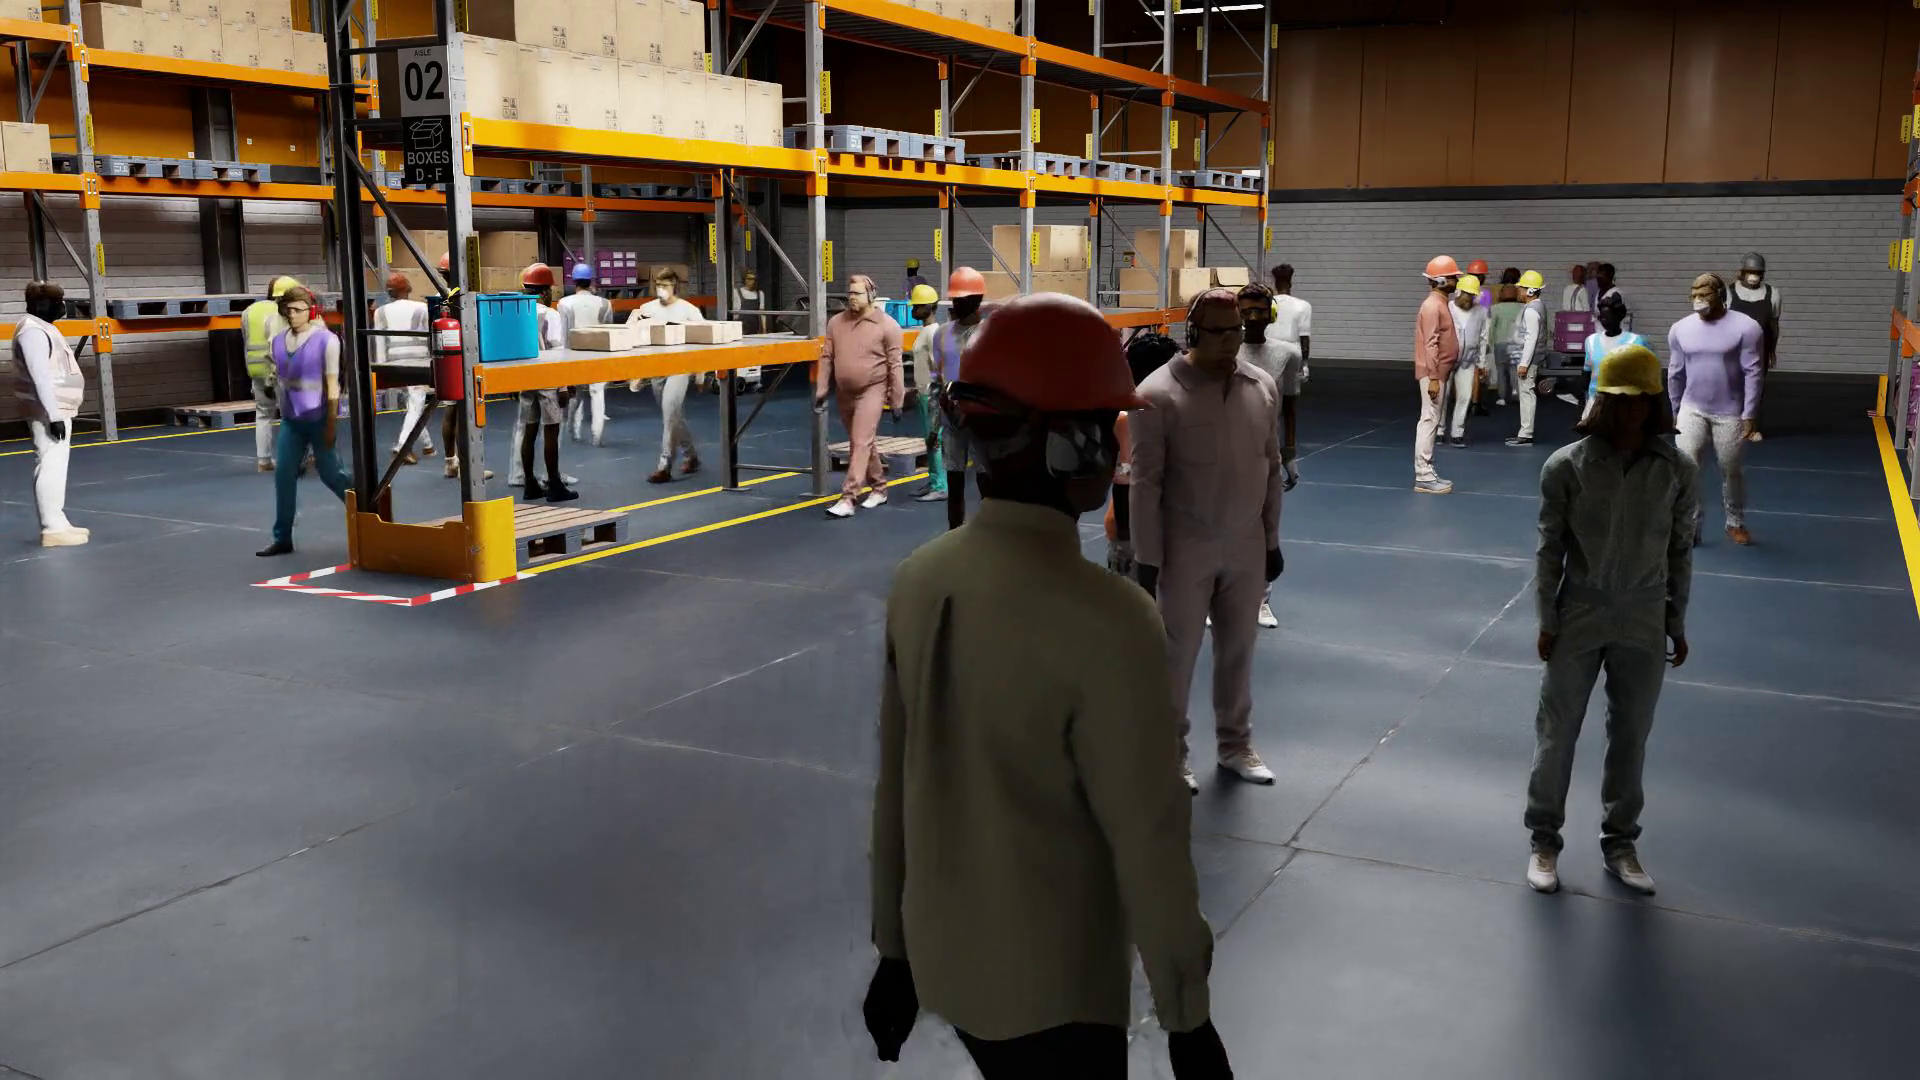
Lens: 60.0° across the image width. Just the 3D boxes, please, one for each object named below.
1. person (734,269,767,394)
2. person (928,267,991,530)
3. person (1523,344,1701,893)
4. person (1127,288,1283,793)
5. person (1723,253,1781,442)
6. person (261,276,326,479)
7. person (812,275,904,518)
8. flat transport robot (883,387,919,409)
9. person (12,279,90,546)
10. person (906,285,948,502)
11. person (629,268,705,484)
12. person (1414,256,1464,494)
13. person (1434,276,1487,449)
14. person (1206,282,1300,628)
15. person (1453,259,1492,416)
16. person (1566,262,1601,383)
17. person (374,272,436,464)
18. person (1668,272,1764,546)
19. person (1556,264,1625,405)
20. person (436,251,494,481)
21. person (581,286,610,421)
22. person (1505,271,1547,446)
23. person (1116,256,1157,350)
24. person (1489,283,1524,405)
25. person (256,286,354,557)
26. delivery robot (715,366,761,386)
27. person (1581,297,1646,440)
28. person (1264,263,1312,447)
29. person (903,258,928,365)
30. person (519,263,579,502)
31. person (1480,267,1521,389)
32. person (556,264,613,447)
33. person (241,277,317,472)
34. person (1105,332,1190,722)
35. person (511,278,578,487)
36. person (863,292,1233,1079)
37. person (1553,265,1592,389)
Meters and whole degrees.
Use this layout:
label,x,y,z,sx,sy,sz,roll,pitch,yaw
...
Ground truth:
label,x,y,z,sx,sy,sz,roll,pitch,yaw
person,-3.058,-3.022,24.098,0.507,1.797,0.943,-7,12,-34
person,0.048,-0.752,10.529,0.553,1.934,0.372,5,11,27
person,2.058,0.258,5.239,0.487,1.744,0.313,1,10,5
person,0.943,0.006,6.272,0.653,1.897,0.403,-5,11,-25
person,8.475,-2.083,17.936,0.690,2.000,0.535,2,10,13
person,-5.943,-1.449,14.903,0.607,1.817,0.482,2,10,10
person,-0.812,-1.117,12.902,0.649,1.850,0.972,6,11,31
flat transport robot,-0.963,-1.865,21.788,0.652,0.197,1.431,2,10,12
person,-6.321,-0.884,11.581,0.429,1.841,0.629,-4,11,-21
person,-0.276,-1.193,13.581,0.331,1.765,0.533,-2,10,-10
person,-2.578,-1.485,14.933,0.638,1.897,1.007,5,11,25
person,4.040,-1.400,14.106,0.372,1.997,0.620,4,10,20
person,5.148,-1.840,17.261,0.689,1.777,0.755,0,10,-2
person,1.568,-0.449,8.973,0.518,1.870,0.323,1,10,4
person,6.377,-2.506,20.678,0.377,1.938,0.547,-6,12,-33
person,9.671,-3.304,25.444,0.692,1.878,0.745,-5,11,-26
person,-5.339,-1.662,16.086,0.650,1.840,0.955,1,10,6
person,5.211,-0.886,11.453,0.650,1.904,0.731,9,13,41
person,8.452,-2.701,22.002,0.908,1.874,0.620,0,10,-3
person,-4.456,-1.551,14.832,0.362,2.048,0.613,-8,13,-40
person,-4.465,-2.234,19.968,0.515,1.641,0.309,2,10,11
person,5.946,-1.902,17.475,0.403,1.837,0.590,4,11,21
person,2.566,-3.132,24.133,0.612,1.997,0.376,0,10,2
person,7.269,-2.605,22.161,0.499,1.622,0.355,0,10,-2
person,-4.398,-0.820,11.332,0.572,1.812,0.866,4,11,23
delivery robot,-3.176,-2.403,23.810,0.477,0.478,0.707,6,11,32
person,5.215,-1.116,13.405,0.751,1.661,0.551,-9,13,-43
person,3.183,-1.799,16.649,0.621,1.934,0.902,4,10,21
person,-0.835,-4.117,30.031,0.361,1.930,0.589,8,13,39
person,-3.412,-1.280,13.580,0.544,1.939,0.354,5,11,28
person,8.041,-3.124,24.661,0.439,1.815,0.659,-1,10,-5
person,-3.960,-1.953,17.594,0.648,1.890,1.006,-4,11,-23
person,-6.291,-1.526,15.428,0.635,1.810,0.610,2,10,14
person,0.790,-0.020,6.986,0.318,1.697,0.535,7,12,35
person,-3.594,-1.392,14.351,0.671,1.889,0.565,-1,10,-4
person,0.029,0.630,2.433,0.817,1.972,0.610,-5,11,-28
person,9.177,-3.149,24.690,0.993,1.829,0.587,-1,10,-8
